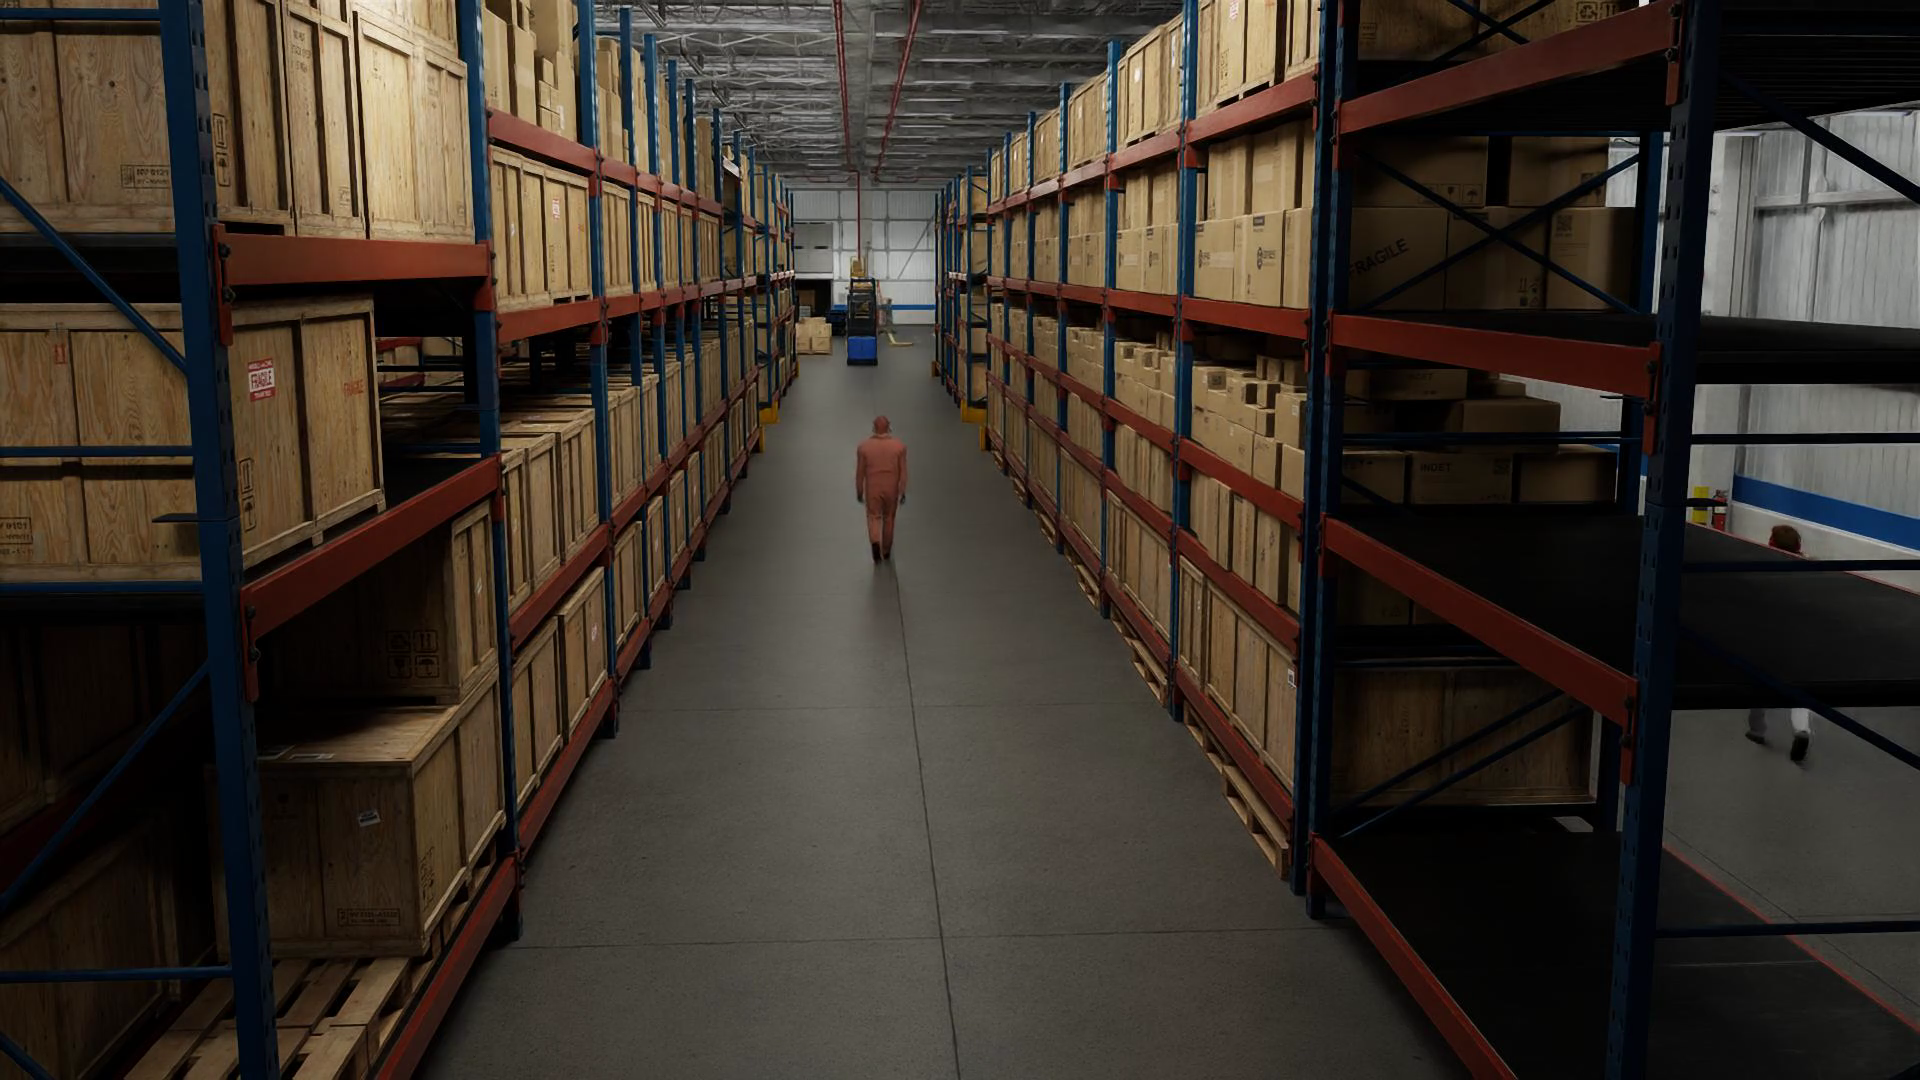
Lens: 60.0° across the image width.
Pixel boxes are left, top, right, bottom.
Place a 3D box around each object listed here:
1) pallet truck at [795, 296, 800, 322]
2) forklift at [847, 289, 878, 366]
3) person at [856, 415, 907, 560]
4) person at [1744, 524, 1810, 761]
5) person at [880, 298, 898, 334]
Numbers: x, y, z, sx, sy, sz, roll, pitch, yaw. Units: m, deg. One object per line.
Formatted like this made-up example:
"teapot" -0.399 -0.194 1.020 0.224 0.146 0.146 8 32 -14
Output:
"pallet truck" -8.622 -12.439 91.403 1.885 1.965 0.823 2 10 13
"forklift" -3.607 -7.822 61.192 1.129 2.768 1.873 -1 10 -4
"person" -1.003 -0.659 21.379 0.646 1.889 0.677 -1 10 -6
"person" 6.422 0.782 12.978 0.576 1.822 0.848 1 10 7
"person" -3.833 -11.962 88.858 0.975 1.904 0.645 1 10 8
